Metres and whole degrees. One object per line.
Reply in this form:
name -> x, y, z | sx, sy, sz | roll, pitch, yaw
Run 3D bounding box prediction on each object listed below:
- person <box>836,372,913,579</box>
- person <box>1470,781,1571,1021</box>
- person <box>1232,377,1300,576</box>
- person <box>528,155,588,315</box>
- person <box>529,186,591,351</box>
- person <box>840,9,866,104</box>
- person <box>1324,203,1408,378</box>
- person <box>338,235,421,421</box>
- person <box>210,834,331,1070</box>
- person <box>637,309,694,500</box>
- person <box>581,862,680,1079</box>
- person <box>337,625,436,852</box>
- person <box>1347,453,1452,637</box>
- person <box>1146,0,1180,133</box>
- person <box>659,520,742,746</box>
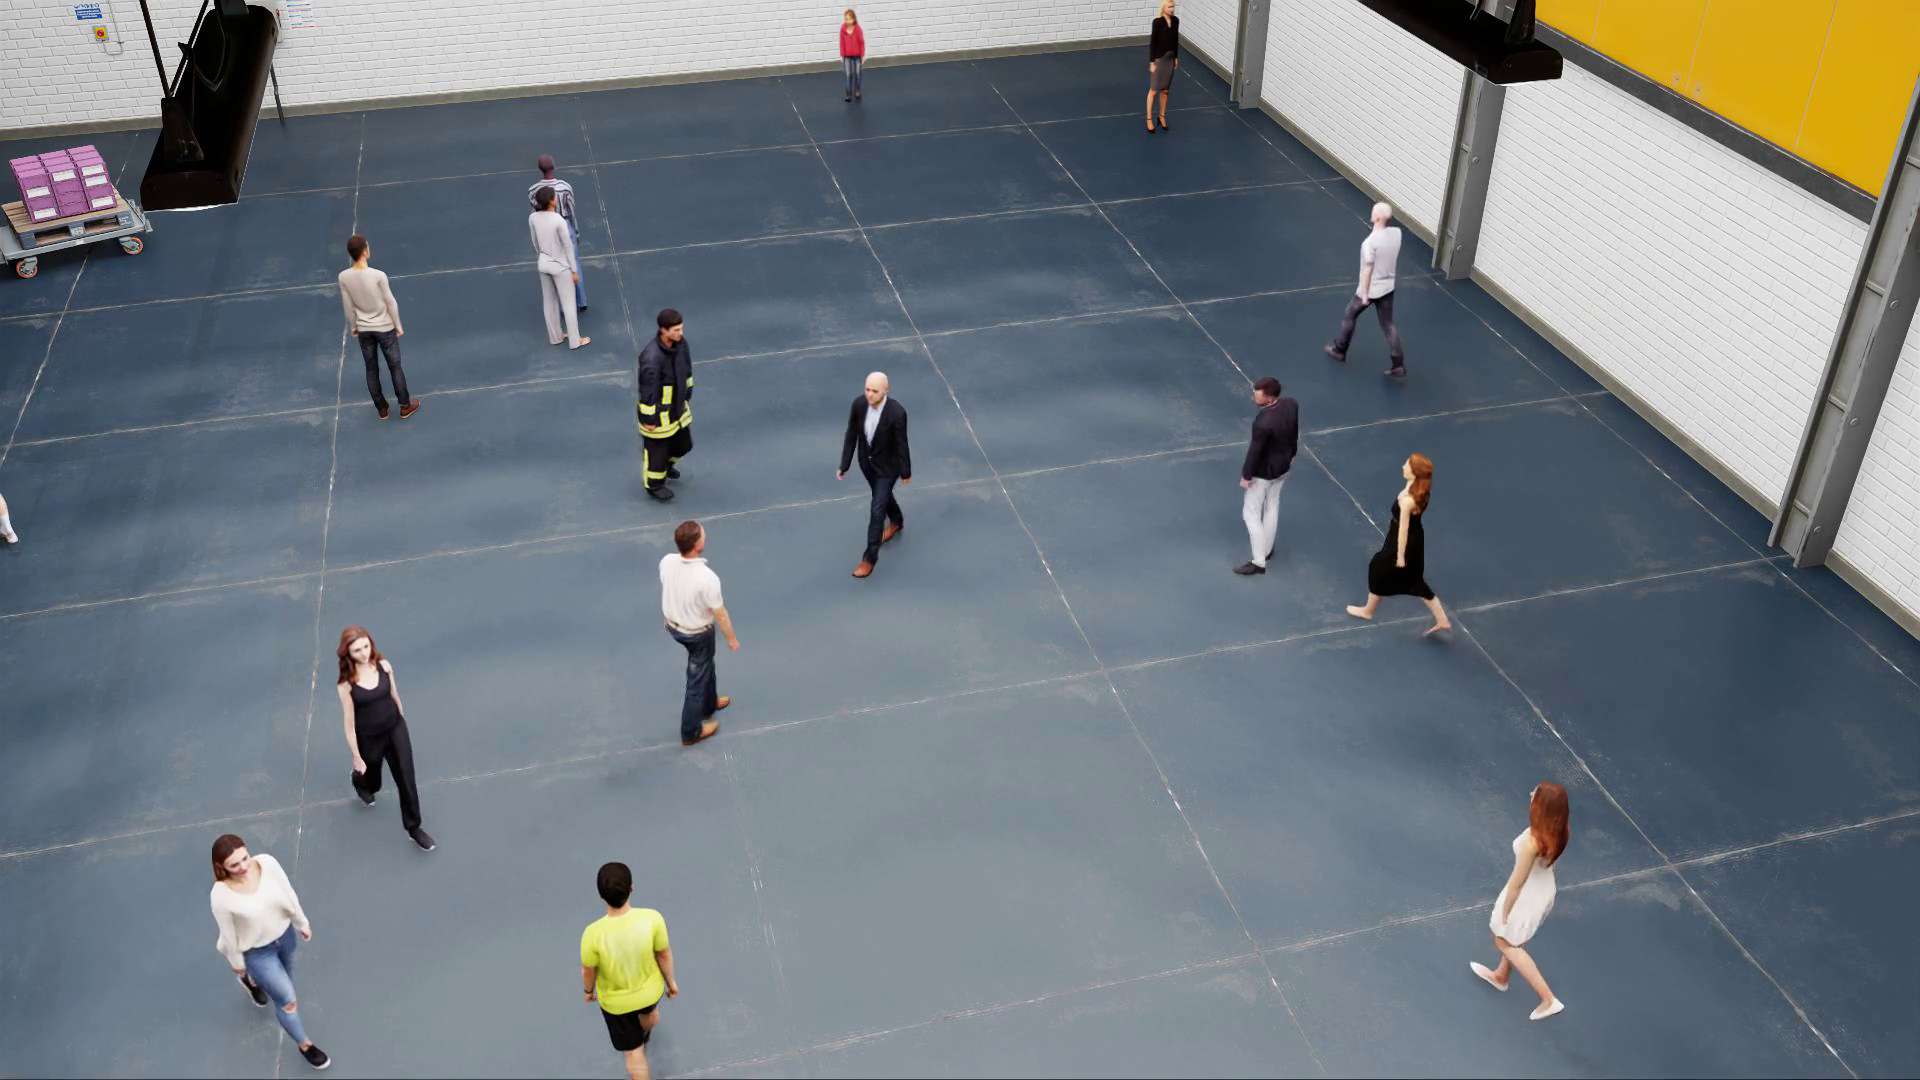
person -> -0.639, -0.647, 13.901 | 1.216, 1.751, 1.251 | 19, 38, 27
person -> 3.410, 2.142, 9.756 | 0.768, 1.695, 0.981 | -23, 40, -31
person -> 2.588, -0.580, 13.747 | 0.868, 1.810, 0.775 | -13, 36, -19
person -> -4.287, -3.242, 17.766 | 0.618, 1.794, 0.528 | -10, 35, -14
person -> -4.177, -2.820, 17.184 | 0.703, 1.735, 0.754 | 16, 37, 23
person -> -1.518, -6.936, 23.783 | 0.690, 1.285, 0.928 | 1, 34, 2
person -> 4.213, -2.450, 16.568 | 0.904, 1.801, 1.312 | -19, 38, -26
person -> -5.573, -2.011, 15.852 | 0.710, 1.863, 0.664 | 0, 34, 0
person -> -4.026, 2.290, 9.552 | 1.104, 1.673, 1.022 | 20, 38, 27
person -> -2.655, -1.200, 14.615 | 1.108, 1.881, 1.050 | 17, 37, 23
person -> -1.792, 2.529, 9.185 | 0.761, 1.682, 1.032 | -15, 36, -21
person -> -3.914, 1.264, 11.054 | 1.166, 1.720, 0.974 | 27, 42, 34
person -> 3.561, 0.070, 12.965 | 1.114, 1.592, 0.994 | 23, 40, 31
person -> 2.740, -6.448, 22.548 | 0.667, 1.840, 0.636 | -18, 38, -25
person -> -1.965, 0.707, 11.784 | 0.913, 1.840, 0.968 | 25, 41, 33
